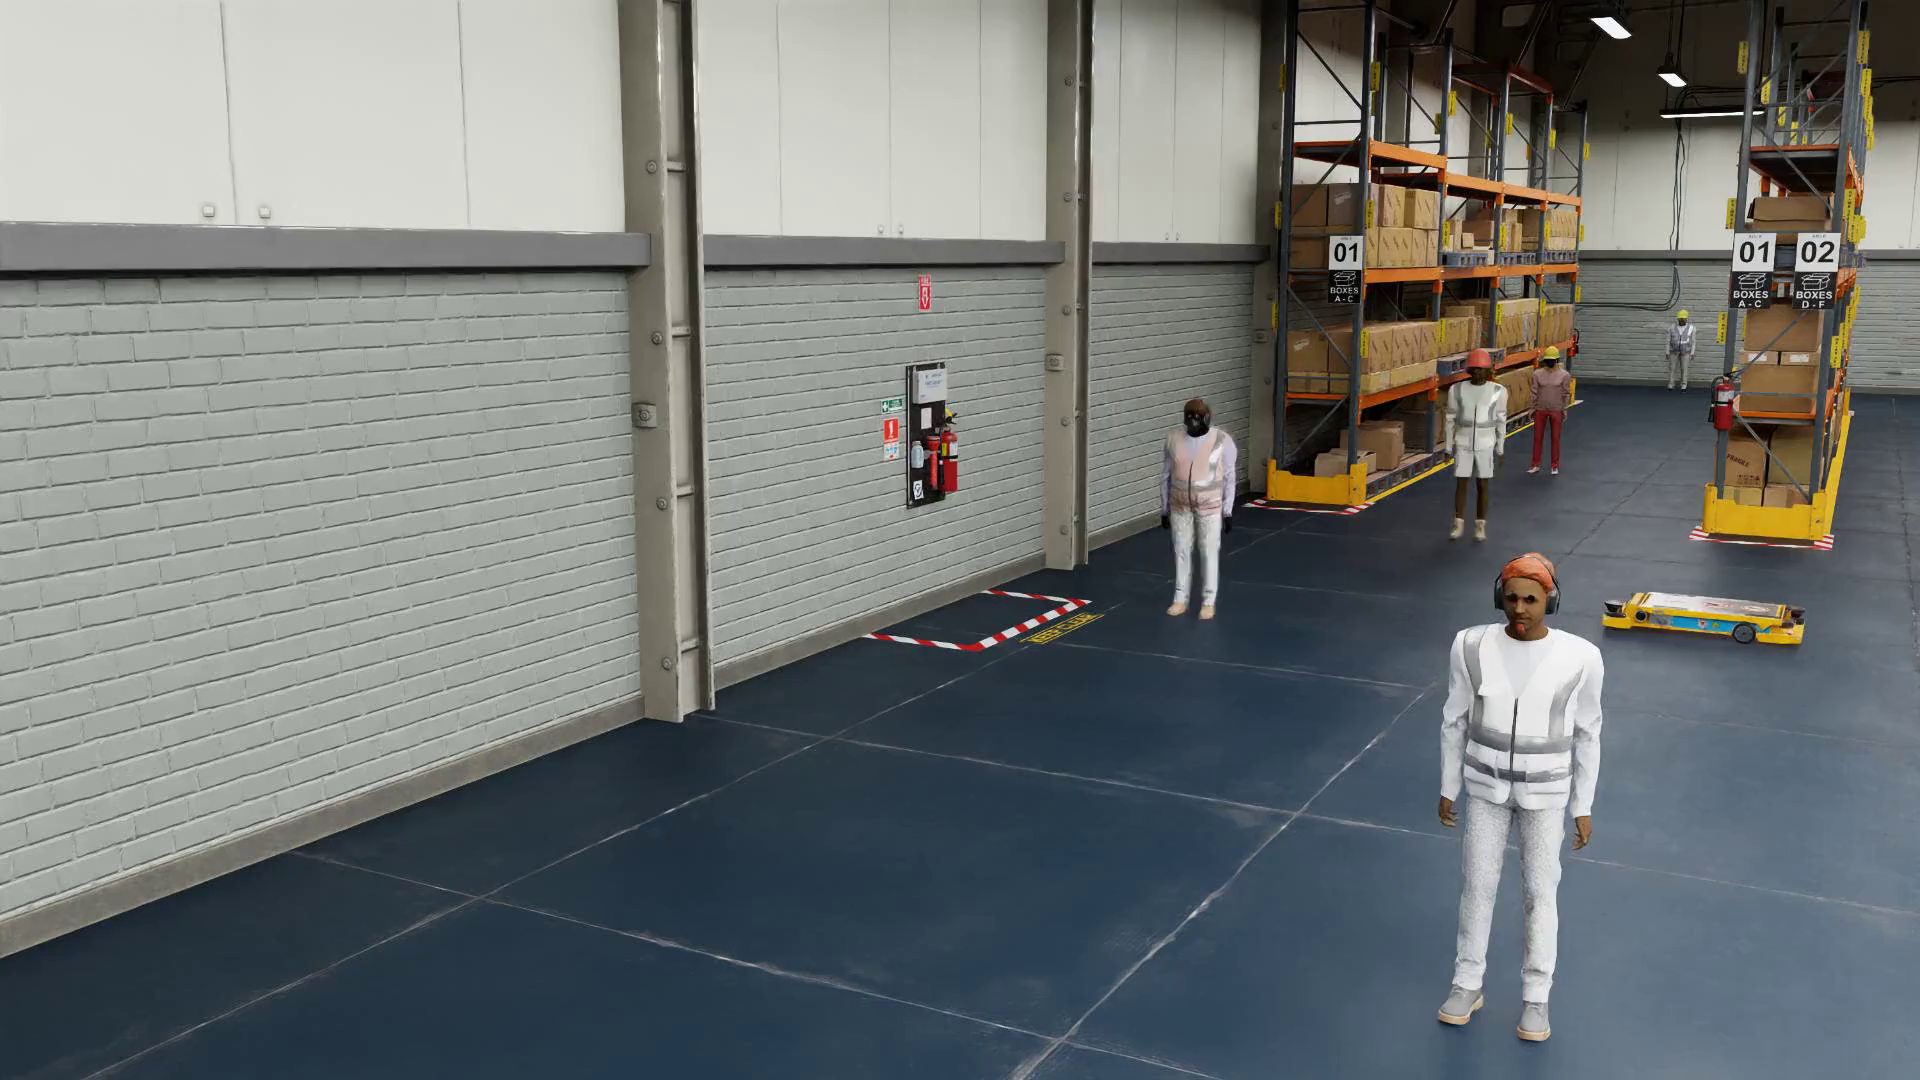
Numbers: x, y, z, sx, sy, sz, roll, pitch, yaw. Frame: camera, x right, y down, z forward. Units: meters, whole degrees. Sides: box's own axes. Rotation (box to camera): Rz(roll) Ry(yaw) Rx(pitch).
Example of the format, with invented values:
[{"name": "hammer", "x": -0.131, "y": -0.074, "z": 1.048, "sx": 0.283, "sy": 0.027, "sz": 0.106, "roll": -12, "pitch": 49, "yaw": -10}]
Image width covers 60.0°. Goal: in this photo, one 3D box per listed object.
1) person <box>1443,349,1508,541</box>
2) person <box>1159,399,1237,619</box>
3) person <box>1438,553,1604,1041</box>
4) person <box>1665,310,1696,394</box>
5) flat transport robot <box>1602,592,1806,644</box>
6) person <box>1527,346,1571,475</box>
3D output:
[{"name": "person", "x": 5.411, "y": -0.989, "z": 17.492, "sx": 0.630, "sy": 2.033, "sz": 0.450, "roll": 4, "pitch": 10, "yaw": 21}, {"name": "person", "x": 1.946, "y": -0.250, "z": 13.753, "sx": 0.643, "sy": 1.832, "sz": 0.434, "roll": 5, "pitch": 11, "yaw": 25}, {"name": "person", "x": 2.133, "y": 0.975, "z": 6.387, "sx": 0.584, "sy": 1.883, "sz": 0.337, "roll": 5, "pitch": 11, "yaw": 28}, {"name": "person", "x": 15.708, "y": -4.102, "z": 36.275, "sx": 0.600, "sy": 1.827, "sz": 0.404, "roll": 5, "pitch": 11, "yaw": 28}, {"name": "flat transport robot", "x": 5.934, "y": 0.605, "z": 13.273, "sx": 1.431, "sy": 0.197, "sz": 0.652, "roll": 5, "pitch": 11, "yaw": 28}, {"name": "person", "x": 8.075, "y": -1.771, "z": 22.818, "sx": 0.533, "sy": 1.765, "sz": 0.331, "roll": 5, "pitch": 11, "yaw": 28}]
